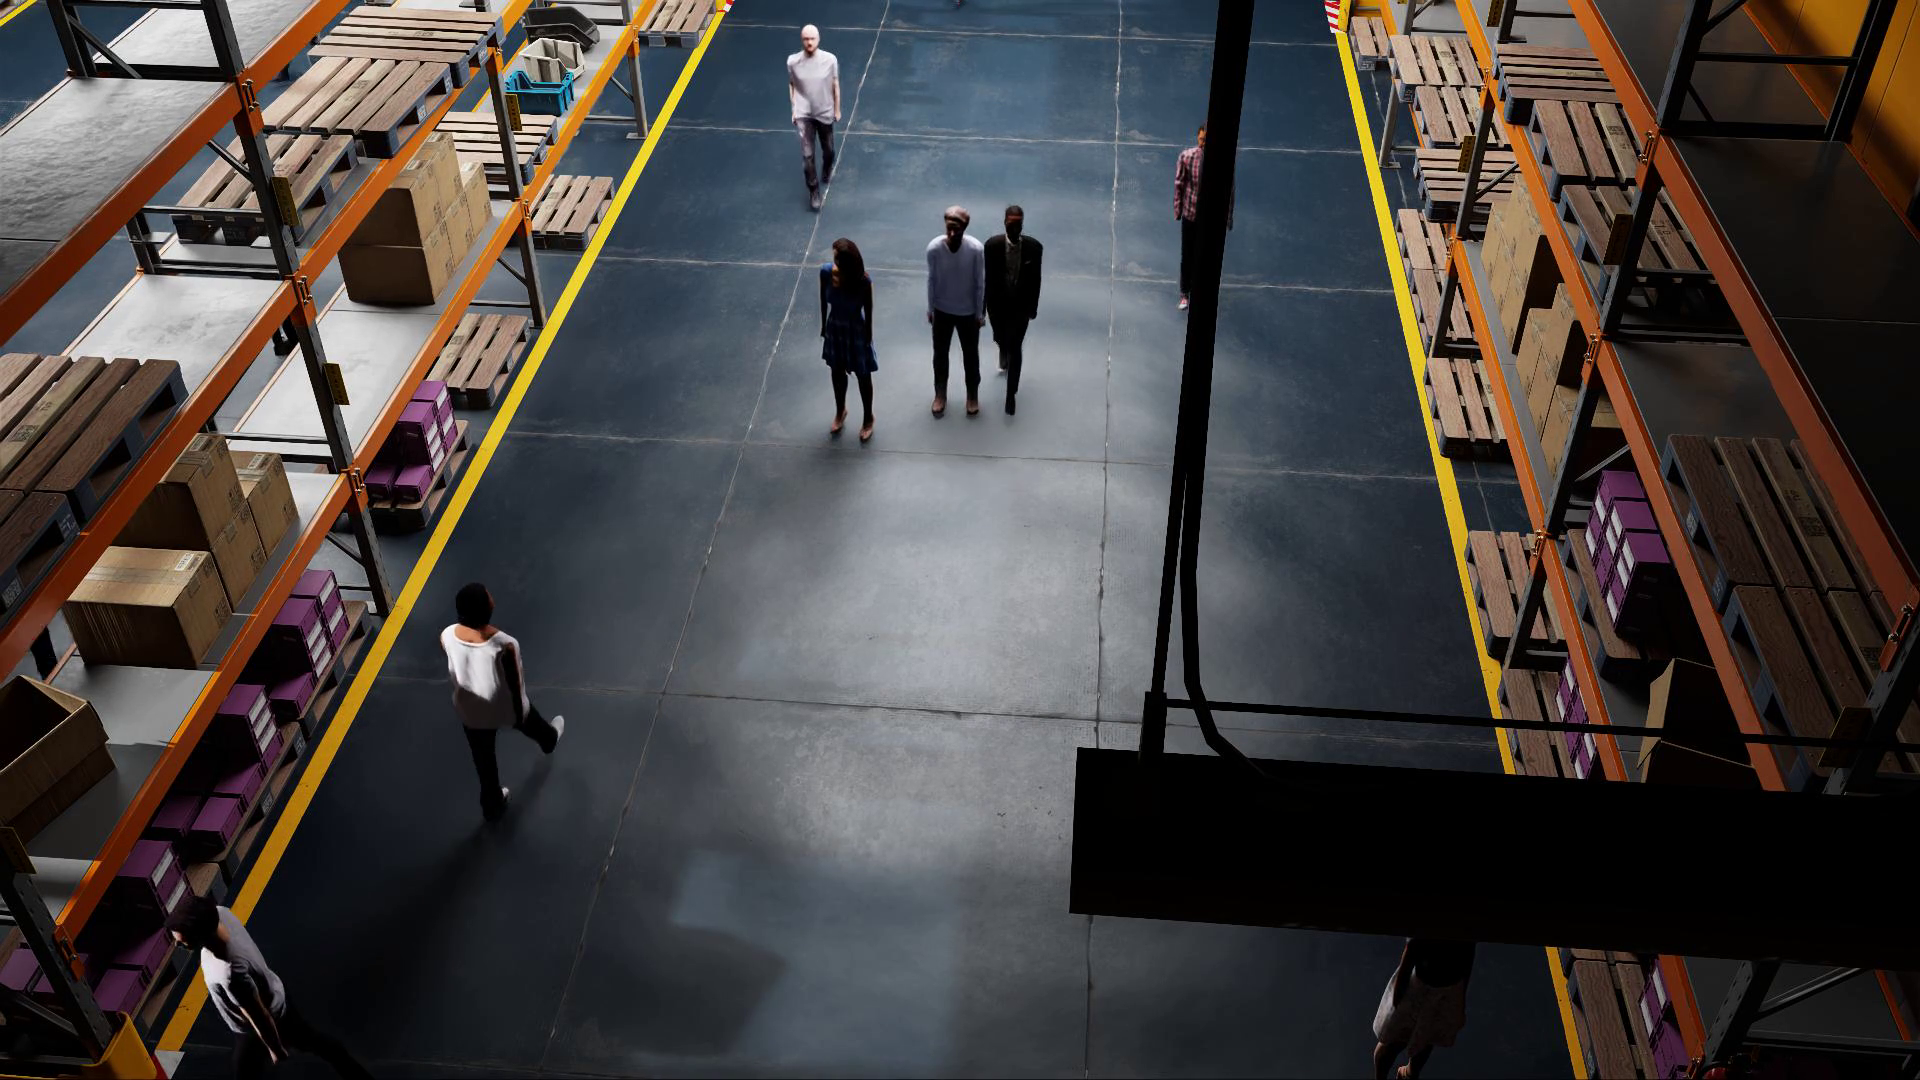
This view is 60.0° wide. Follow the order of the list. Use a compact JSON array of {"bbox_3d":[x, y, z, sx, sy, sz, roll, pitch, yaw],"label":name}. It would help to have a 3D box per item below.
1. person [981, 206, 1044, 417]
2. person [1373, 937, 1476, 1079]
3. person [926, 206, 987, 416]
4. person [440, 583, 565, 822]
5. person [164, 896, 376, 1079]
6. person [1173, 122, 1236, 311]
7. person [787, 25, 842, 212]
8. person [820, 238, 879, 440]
[{"bbox_3d":[0.408,-2.006,13.923,0.661,1.764,1.160,4,39,5],"label":"person"},{"bbox_3d":[2.370,2.351,8.475,0.732,1.756,0.741,-9,39,-10],"label":"person"},{"bbox_3d":[-0.037,-1.901,13.689,0.636,1.893,0.575,3,39,4],"label":"person"},{"bbox_3d":[-2.907,1.028,10.218,0.741,1.648,1.108,9,39,11],"label":"person"},{"bbox_3d":[-3.433,2.365,8.414,1.095,1.810,1.233,-12,40,-15],"label":"person"},{"bbox_3d":[2.234,-3.018,15.224,0.744,1.722,1.067,5,39,6],"label":"person"},{"bbox_3d":[-1.457,-4.319,16.783,0.774,1.810,1.117,-2,39,-3],"label":"person"},{"bbox_3d":[-0.906,-1.626,13.416,0.743,1.803,0.702,15,41,18],"label":"person"}]
